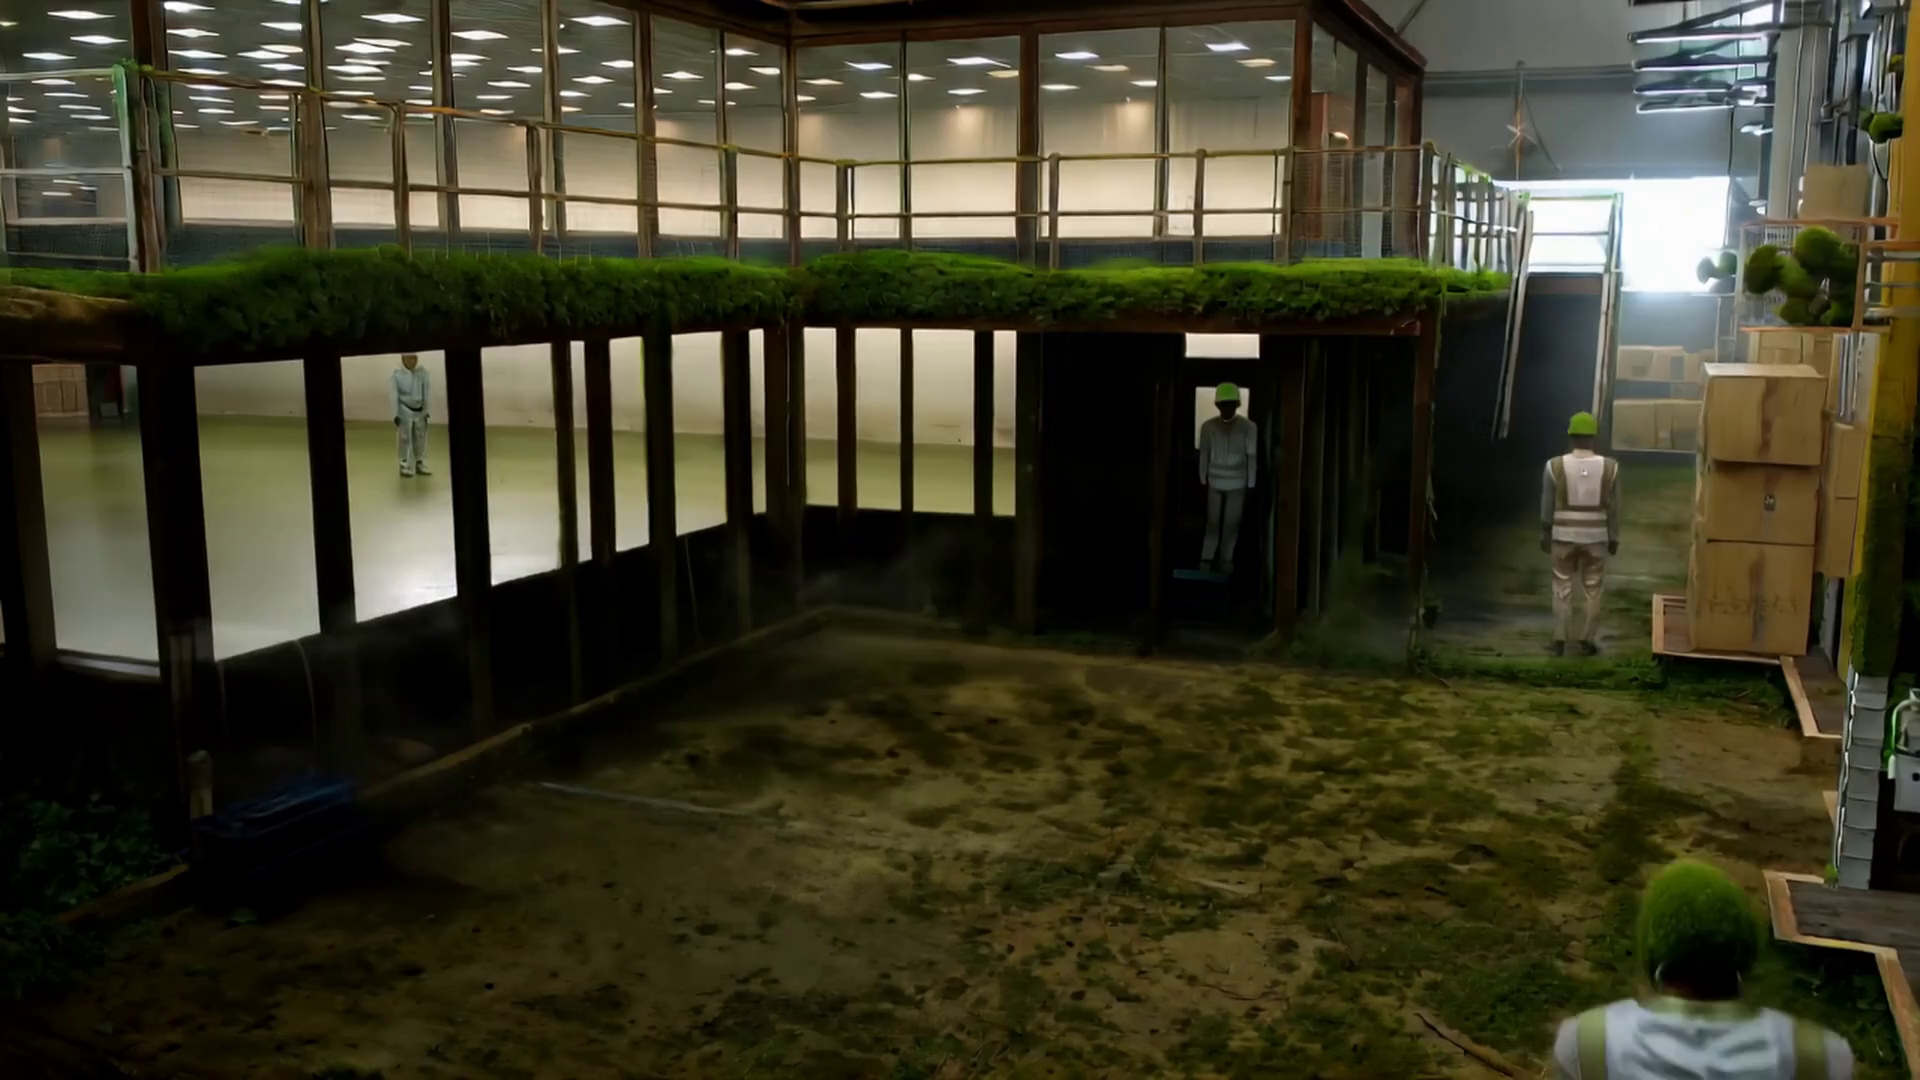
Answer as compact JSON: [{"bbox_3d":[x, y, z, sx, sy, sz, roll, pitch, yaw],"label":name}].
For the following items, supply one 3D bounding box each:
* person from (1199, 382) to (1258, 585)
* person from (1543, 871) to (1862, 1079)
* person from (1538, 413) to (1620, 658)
[{"bbox_3d":[2.604,-0.554,16.263,0.611,1.985,0.411,7,11,36],"label":"person"},{"bbox_3d":[1.543,1.603,3.510,0.630,1.808,0.917,4,10,23],"label":"person"},{"bbox_3d":[4.885,-0.032,13.152,0.603,1.942,0.402,2,9,10],"label":"person"}]
